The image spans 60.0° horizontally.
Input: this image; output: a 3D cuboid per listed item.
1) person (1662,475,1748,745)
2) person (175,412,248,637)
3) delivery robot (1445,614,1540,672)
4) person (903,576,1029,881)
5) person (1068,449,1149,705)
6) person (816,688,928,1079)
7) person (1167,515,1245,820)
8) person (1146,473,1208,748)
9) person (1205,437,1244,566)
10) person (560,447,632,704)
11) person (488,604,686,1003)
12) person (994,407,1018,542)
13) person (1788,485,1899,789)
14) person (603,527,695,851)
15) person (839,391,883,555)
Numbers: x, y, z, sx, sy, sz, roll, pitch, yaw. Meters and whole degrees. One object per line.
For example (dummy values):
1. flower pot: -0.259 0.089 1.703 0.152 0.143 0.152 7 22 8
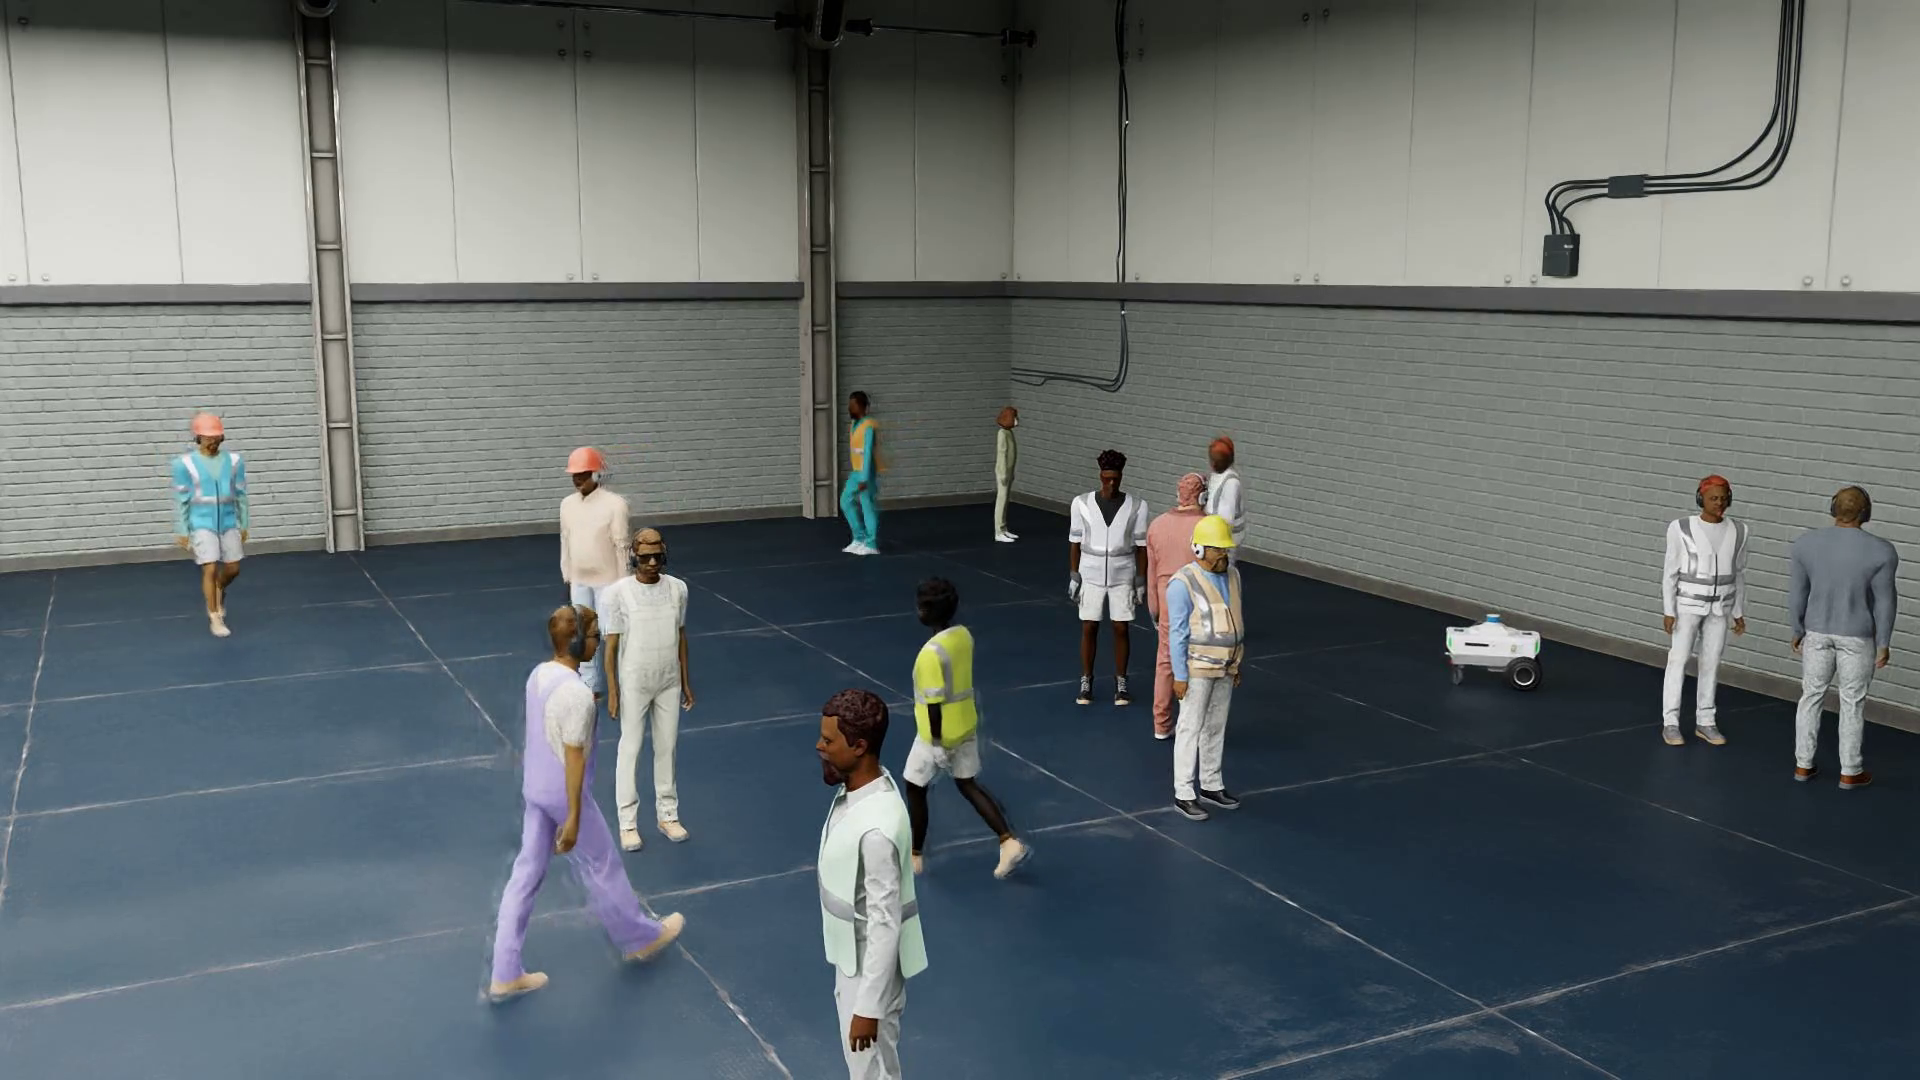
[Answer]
1. person: 5.147 0.487 11.516 0.572 1.883 0.355 0 9 -2
2. person: -6.769 -0.154 15.053 0.614 2.027 0.651 -8 12 -41
3. delivery robot: 4.215 0.831 13.185 0.707 0.478 0.477 2 10 14
4. person: -0.021 1.015 8.904 0.786 1.672 0.527 5 11 29
5. person: 1.123 0.281 12.566 0.608 1.955 0.382 1 9 8
6. person: -0.313 1.433 5.578 0.393 1.920 0.591 -2 9 -11
7. person: 1.502 0.753 10.027 0.602 1.830 0.404 -8 12 -42
8. person: 1.587 0.483 11.500 0.400 1.900 0.645 -9 13 -44
9. person: 2.307 0.008 14.628 0.348 1.855 0.743 0 9 -1
10. person: -2.713 0.272 12.533 0.628 1.981 0.601 4 10 22
11. person: -1.761 1.170 7.630 0.512 1.783 1.016 9 13 43
12. person: 0.569 -0.803 20.225 0.282 1.633 0.501 2 9 13
13. person: 5.596 0.611 10.578 0.631 1.939 0.370 9 13 43
14. person: -1.767 0.836 9.480 0.513 1.844 0.328 -6 11 -33
15. person: -1.176 -0.760 19.136 0.555 1.898 0.630 -4 10 -21
